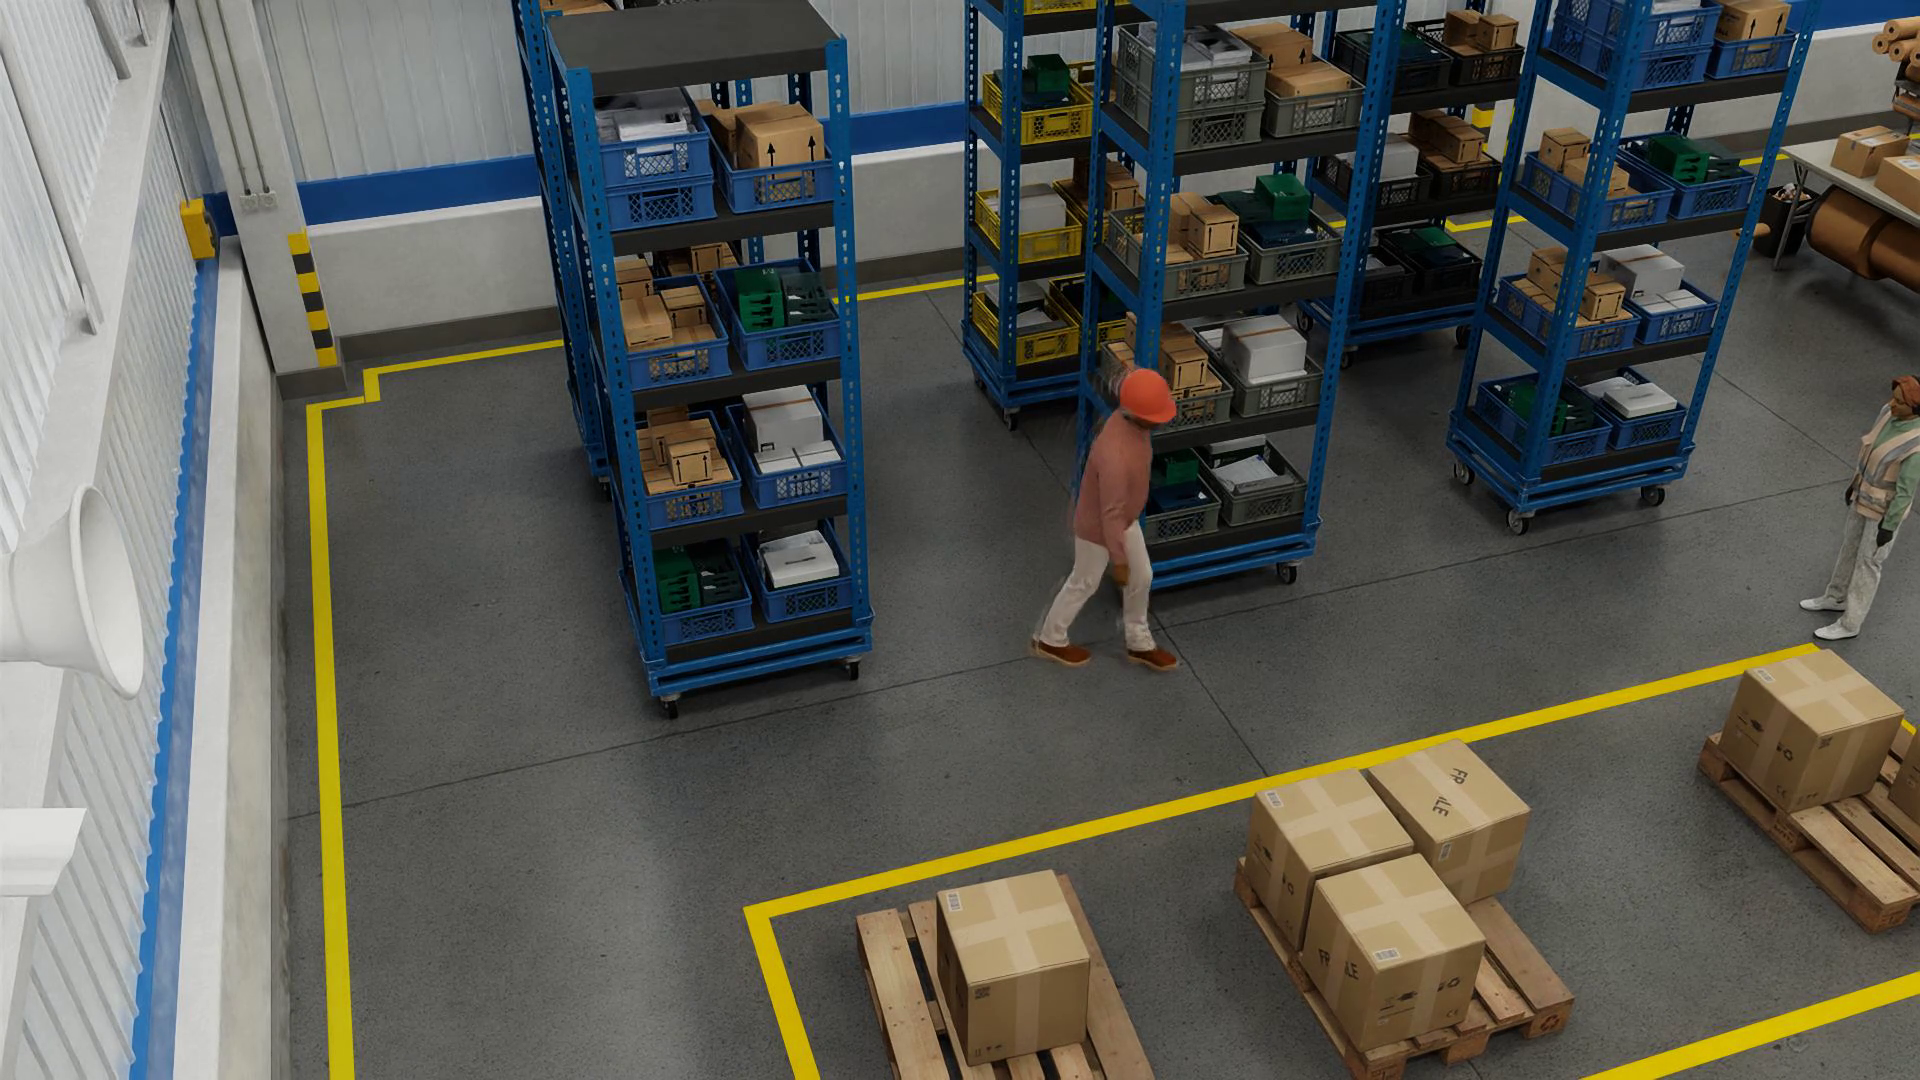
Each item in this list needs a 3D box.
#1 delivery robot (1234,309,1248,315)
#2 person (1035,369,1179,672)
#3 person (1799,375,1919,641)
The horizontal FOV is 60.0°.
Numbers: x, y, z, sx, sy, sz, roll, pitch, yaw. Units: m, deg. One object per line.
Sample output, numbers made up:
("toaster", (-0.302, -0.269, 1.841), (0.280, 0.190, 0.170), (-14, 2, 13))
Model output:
("delivery robot", (2.252, -2.022, 12.575), (0.477, 0.478, 0.707), (29, 44, 35))
("person", (0.826, -0.073, 8.691), (0.916, 1.937, 0.640), (13, 37, 18))
("person", (5.024, -0.182, 9.118), (0.313, 1.634, 0.514), (3, 35, 4))
